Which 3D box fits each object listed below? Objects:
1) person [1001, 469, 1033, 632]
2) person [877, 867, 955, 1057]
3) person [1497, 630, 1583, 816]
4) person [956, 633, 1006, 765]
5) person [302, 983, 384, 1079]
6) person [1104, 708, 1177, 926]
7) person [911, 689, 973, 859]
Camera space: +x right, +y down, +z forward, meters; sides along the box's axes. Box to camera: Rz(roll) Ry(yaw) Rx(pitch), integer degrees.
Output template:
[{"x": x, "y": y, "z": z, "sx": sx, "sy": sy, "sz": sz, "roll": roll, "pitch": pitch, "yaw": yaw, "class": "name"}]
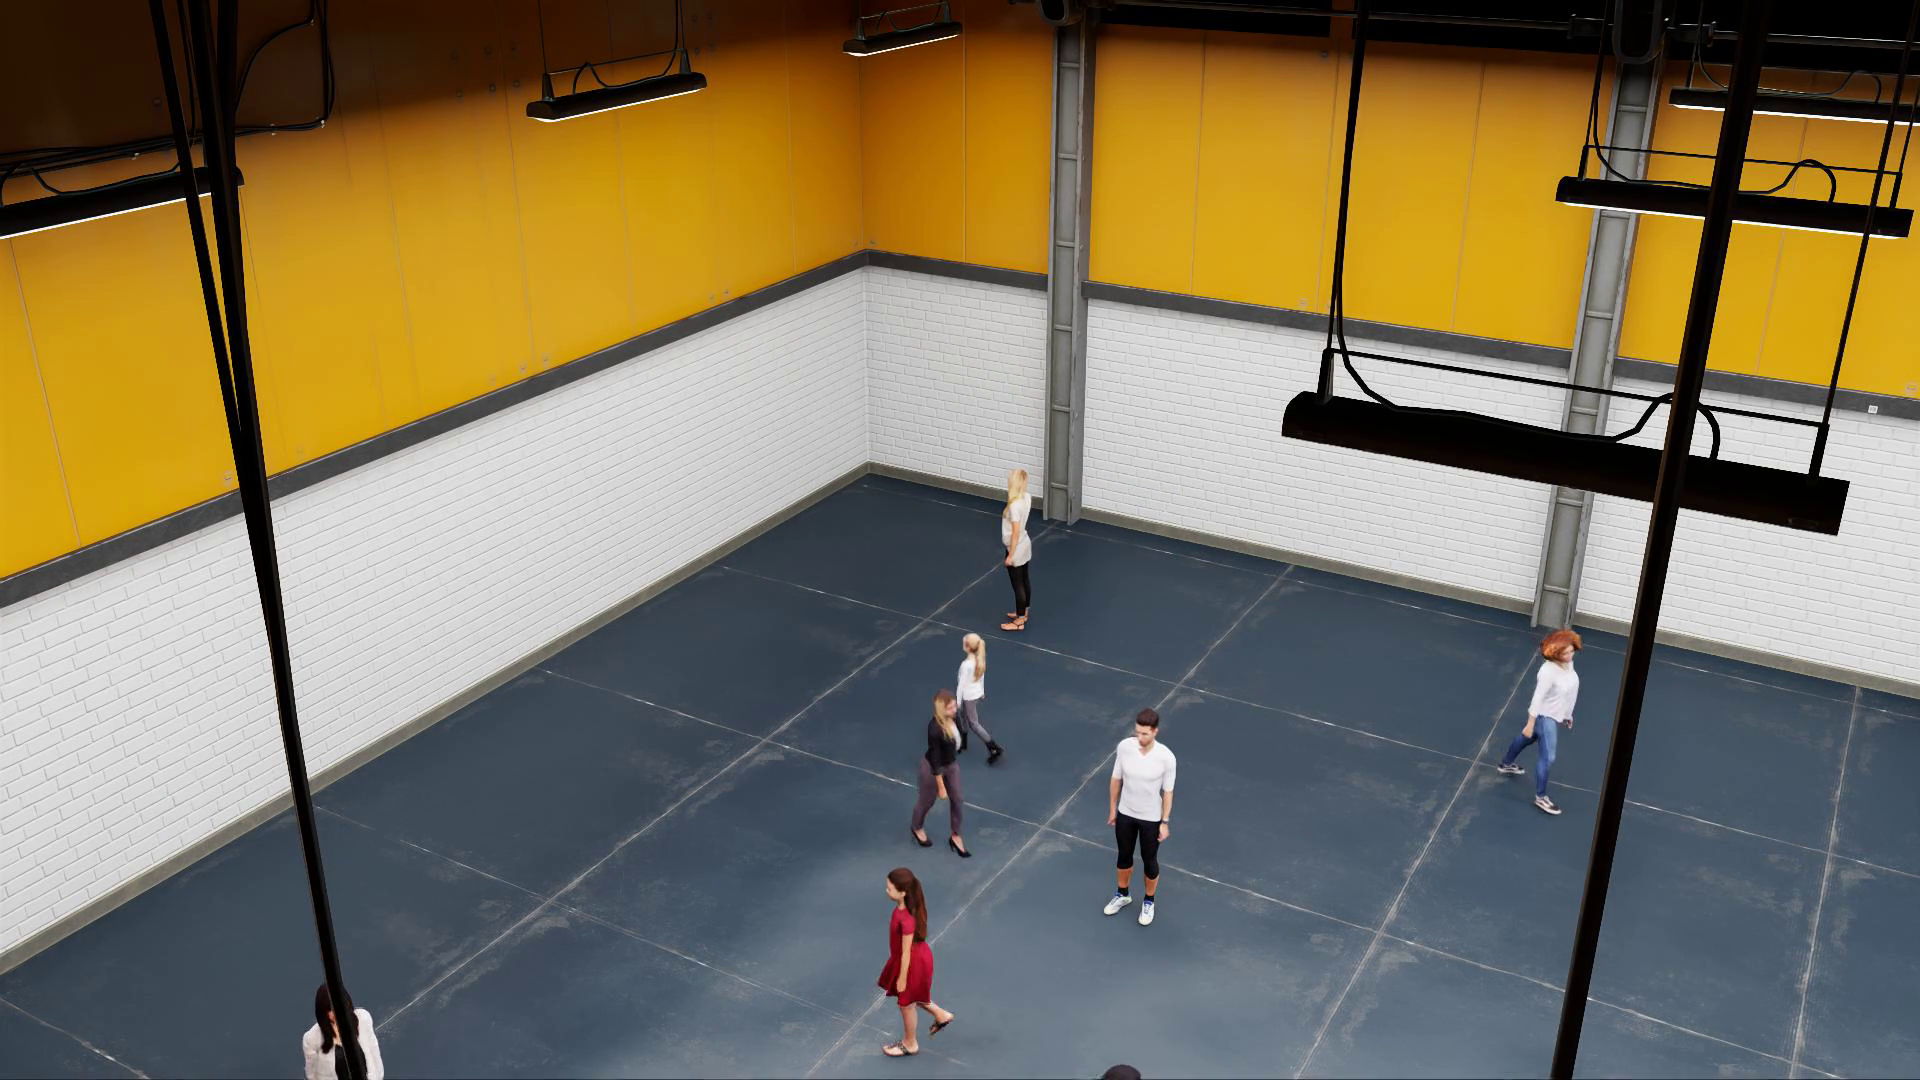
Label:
[{"x": 0.633, "y": 0.097, "z": 17.819, "sx": 0.589, "sy": 1.826, "sz": 0.644, "roll": 8, "pitch": 25, "yaw": 18, "class": "person"}, {"x": -0.272, "y": 2.954, "z": 11.640, "sx": 0.865, "sy": 1.541, "sz": 0.765, "roll": -2, "pitch": 24, "yaw": -4, "class": "person"}, {"x": 5.142, "y": 1.516, "z": 14.760, "sx": 1.031, "sy": 1.675, "sz": 0.842, "roll": 16, "pitch": 28, "yaw": 32, "class": "person"}, {"x": 0.162, "y": 1.467, "z": 15.383, "sx": 0.883, "sy": 1.266, "sz": 0.506, "roll": 12, "pitch": 26, "yaw": 25, "class": "person"}, {"x": -3.893, "y": 3.416, "z": 10.477, "sx": 0.732, "sy": 1.626, "sz": 0.774, "roll": -19, "pitch": 30, "yaw": -36, "class": "person"}, {"x": 1.425, "y": 2.140, "z": 13.109, "sx": 0.505, "sy": 1.855, "sz": 0.726, "roll": 12, "pitch": 26, "yaw": 25, "class": "person"}, {"x": -0.235, "y": 1.915, "z": 13.907, "sx": 0.795, "sy": 1.628, "sz": 0.599, "roll": 10, "pitch": 25, "yaw": 21, "class": "person"}]
